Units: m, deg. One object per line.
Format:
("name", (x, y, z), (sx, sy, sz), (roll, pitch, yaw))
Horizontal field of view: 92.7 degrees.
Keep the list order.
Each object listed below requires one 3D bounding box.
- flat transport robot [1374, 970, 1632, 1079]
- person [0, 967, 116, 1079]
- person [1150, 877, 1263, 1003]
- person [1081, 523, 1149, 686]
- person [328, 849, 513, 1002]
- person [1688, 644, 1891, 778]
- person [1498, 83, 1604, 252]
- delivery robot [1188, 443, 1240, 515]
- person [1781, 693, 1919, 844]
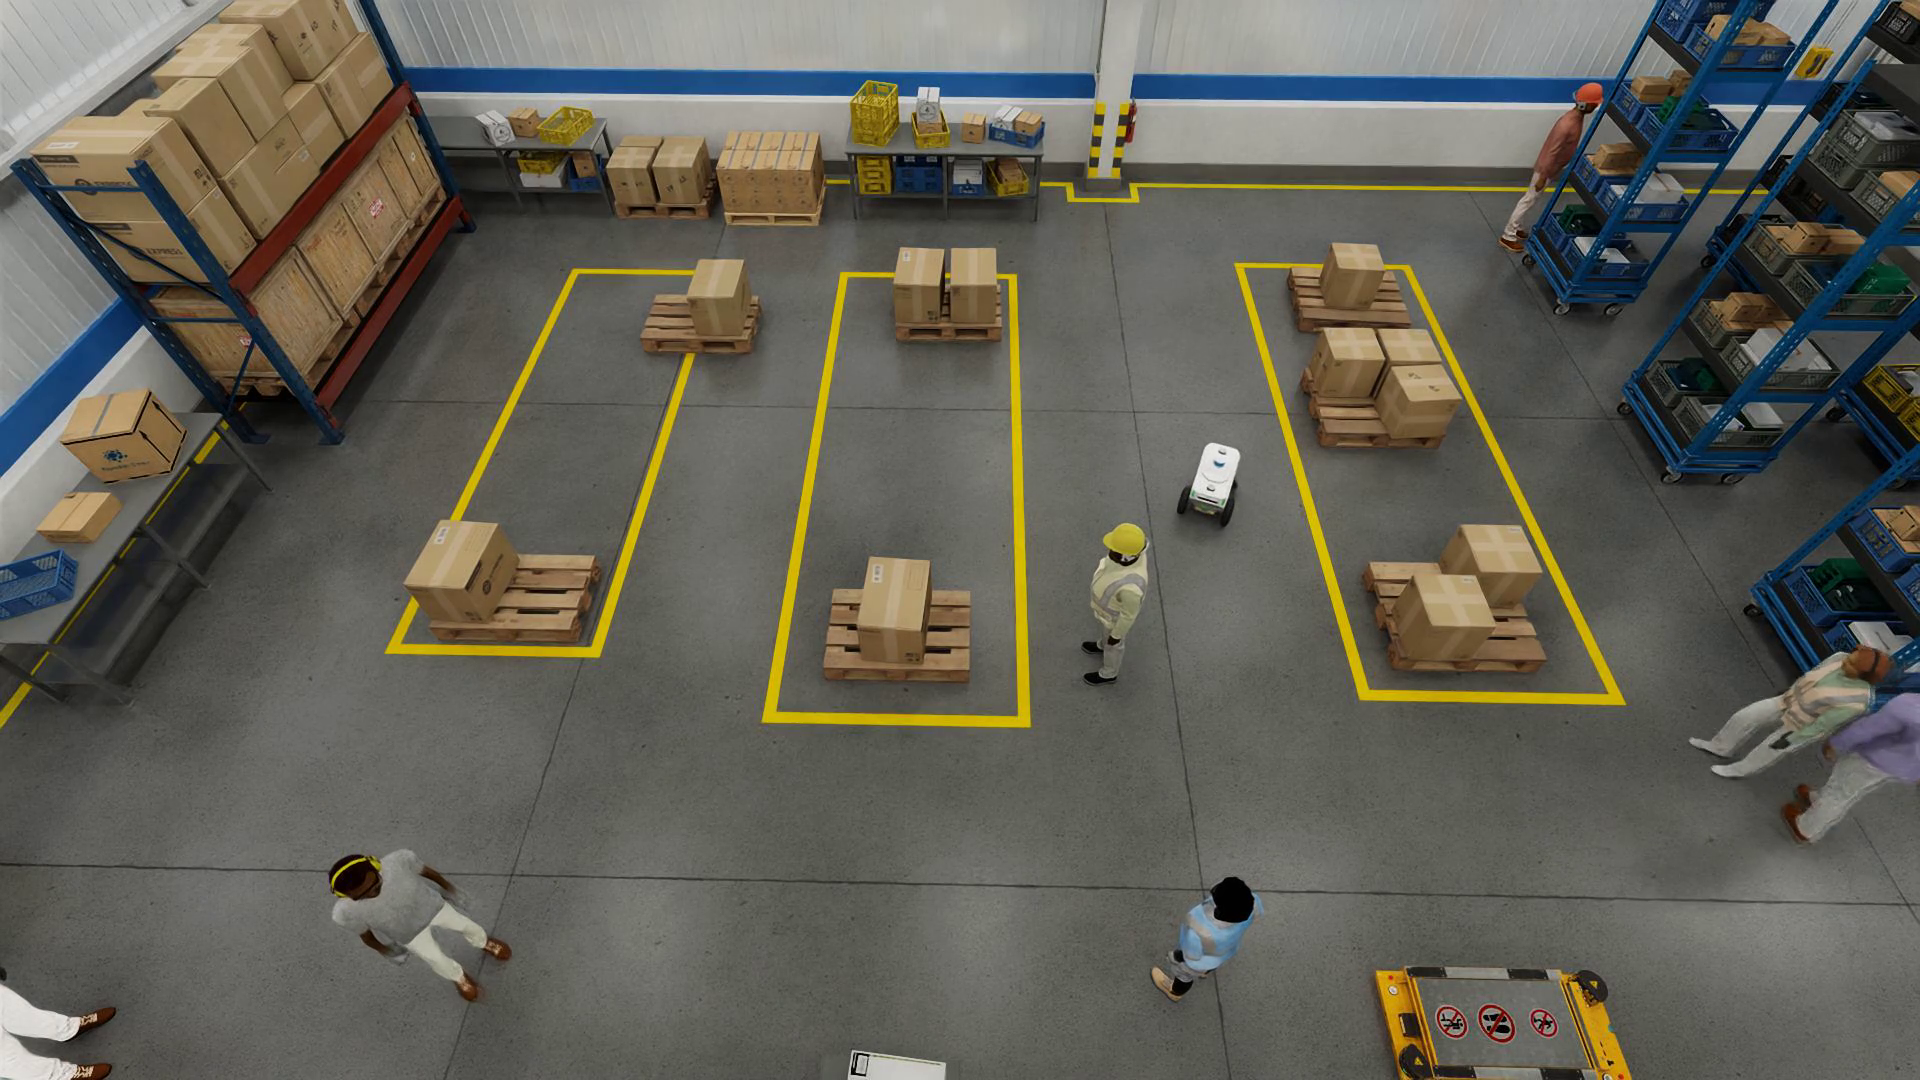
("flat transport robot", (3.501, 3.133, 5.914), (1.431, 0.197, 0.652), (1, 51, 1))
("person", (-5.666, 2.705, 5.216), (0.408, 1.908, 0.641), (-20, 54, -16))
("person", (1.493, 2.432, 5.571), (0.532, 1.696, 0.319), (-26, 55, -19))
("person", (1.186, 0.498, 7.061), (0.404, 1.830, 0.602), (3, 51, 2))
("person", (-3.271, 2.310, 5.562), (0.310, 1.868, 0.533), (25, 55, 19))
("person", (5.917, 1.257, 6.576), (0.486, 1.621, 0.545), (13, 52, 10))
("person", (7.086, -4.465, 11.003), (0.375, 1.997, 0.612), (32, 58, 23))
("delivery robot", (2.423, -0.602, 8.718), (0.477, 0.478, 0.707), (17, 53, 13))
("person", (6.291, 1.447, 6.241), (0.643, 1.904, 0.634), (8, 51, 6))
